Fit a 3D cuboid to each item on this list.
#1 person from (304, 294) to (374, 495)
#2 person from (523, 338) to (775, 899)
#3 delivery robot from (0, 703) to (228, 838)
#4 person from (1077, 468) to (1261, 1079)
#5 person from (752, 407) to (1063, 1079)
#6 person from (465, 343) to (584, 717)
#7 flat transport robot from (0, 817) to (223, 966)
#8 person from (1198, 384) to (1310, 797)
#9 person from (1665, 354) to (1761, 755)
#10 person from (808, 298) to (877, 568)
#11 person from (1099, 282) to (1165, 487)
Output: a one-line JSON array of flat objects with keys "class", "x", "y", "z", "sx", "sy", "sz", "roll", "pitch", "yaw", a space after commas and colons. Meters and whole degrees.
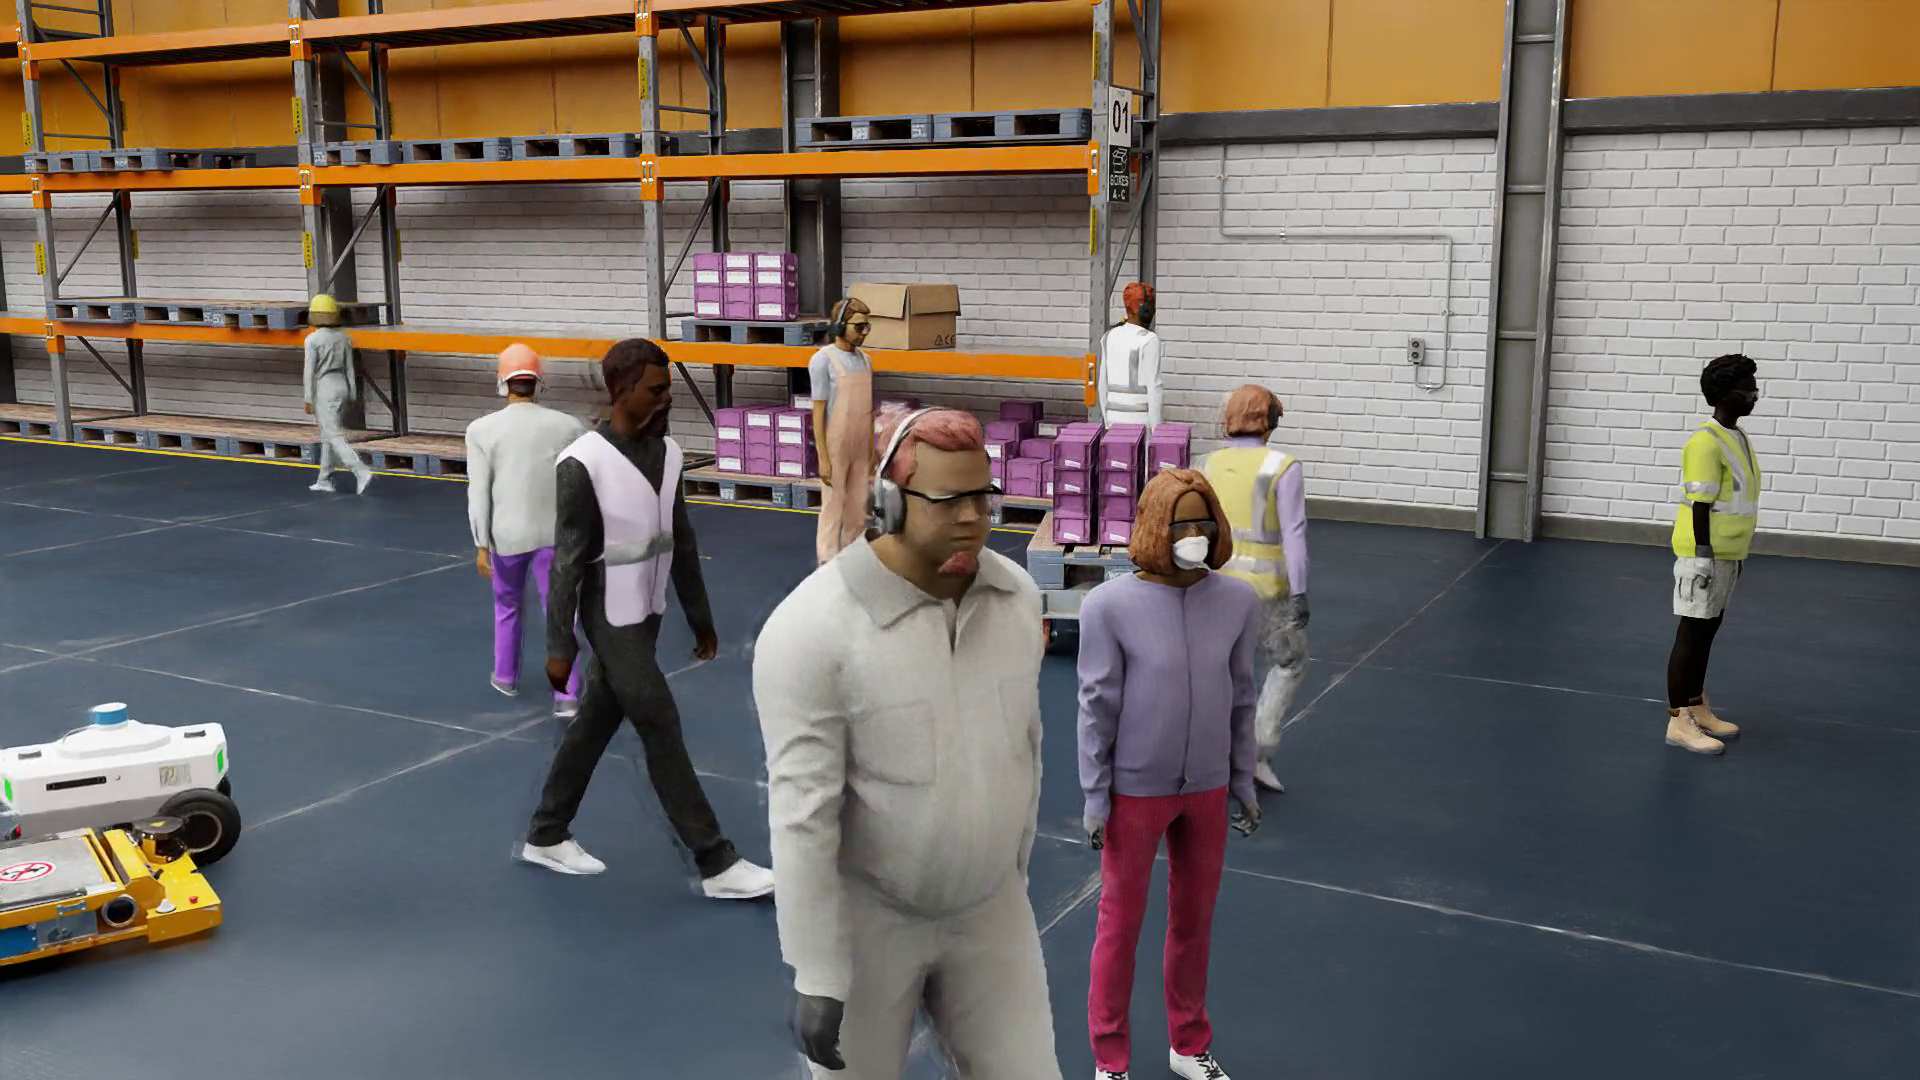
[{"class": "person", "x": -5.309, "y": -1.229, "z": 14.133, "sx": 0.791, "sy": 1.718, "sz": 0.496, "roll": 5, "pitch": 11, "yaw": 25}, {"class": "person", "x": -1.074, "y": 0.262, "z": 5.537, "sx": 1.026, "sy": 1.860, "sz": 0.606, "roll": 3, "pitch": 11, "yaw": 18}, {"class": "delivery robot", "x": -2.955, "y": 0.815, "z": 5.822, "sx": 0.707, "sy": 0.478, "sz": 0.477, "roll": -5, "pitch": 12, "yaw": -27}, {"class": "person", "x": 0.521, "y": 0.630, "z": 4.138, "sx": 0.499, "sy": 1.633, "sz": 0.286, "roll": -4, "pitch": 11, "yaw": -22}, {"class": "person", "x": -0.068, "y": 0.696, "z": 3.085, "sx": 0.660, "sy": 1.888, "sz": 0.567, "roll": -7, "pitch": 12, "yaw": -33}, {"class": "person", "x": -1.981, "y": -0.053, "z": 7.700, "sx": 0.582, "sy": 1.701, "sz": 0.912, "roll": -5, "pitch": 12, "yaw": -27}, {"class": "flat transport robot", "x": -3.080, "y": 1.145, "z": 5.051, "sx": 1.431, "sy": 0.197, "sz": 0.652, "roll": -7, "pitch": 13, "yaw": -35}, {"class": "person", "x": 1.153, "y": 0.205, "z": 6.491, "sx": 0.373, "sy": 1.612, "sz": 0.585, "roll": -9, "pitch": 13, "yaw": -39}, {"class": "person", "x": 3.236, "y": 0.052, "z": 7.135, "sx": 0.319, "sy": 1.696, "sz": 0.532, "roll": 8, "pitch": 13, "yaw": 37}, {"class": "person", "x": -0.660, "y": -0.500, "z": 9.793, "sx": 0.371, "sy": 1.836, "sz": 0.507, "roll": 8, "pitch": 13, "yaw": 38}, {"class": "person", "x": 1.159, "y": -0.774, "z": 11.147, "sx": 0.338, "sy": 1.882, "sz": 0.582, "roll": -7, "pitch": 12, "yaw": -32}]
